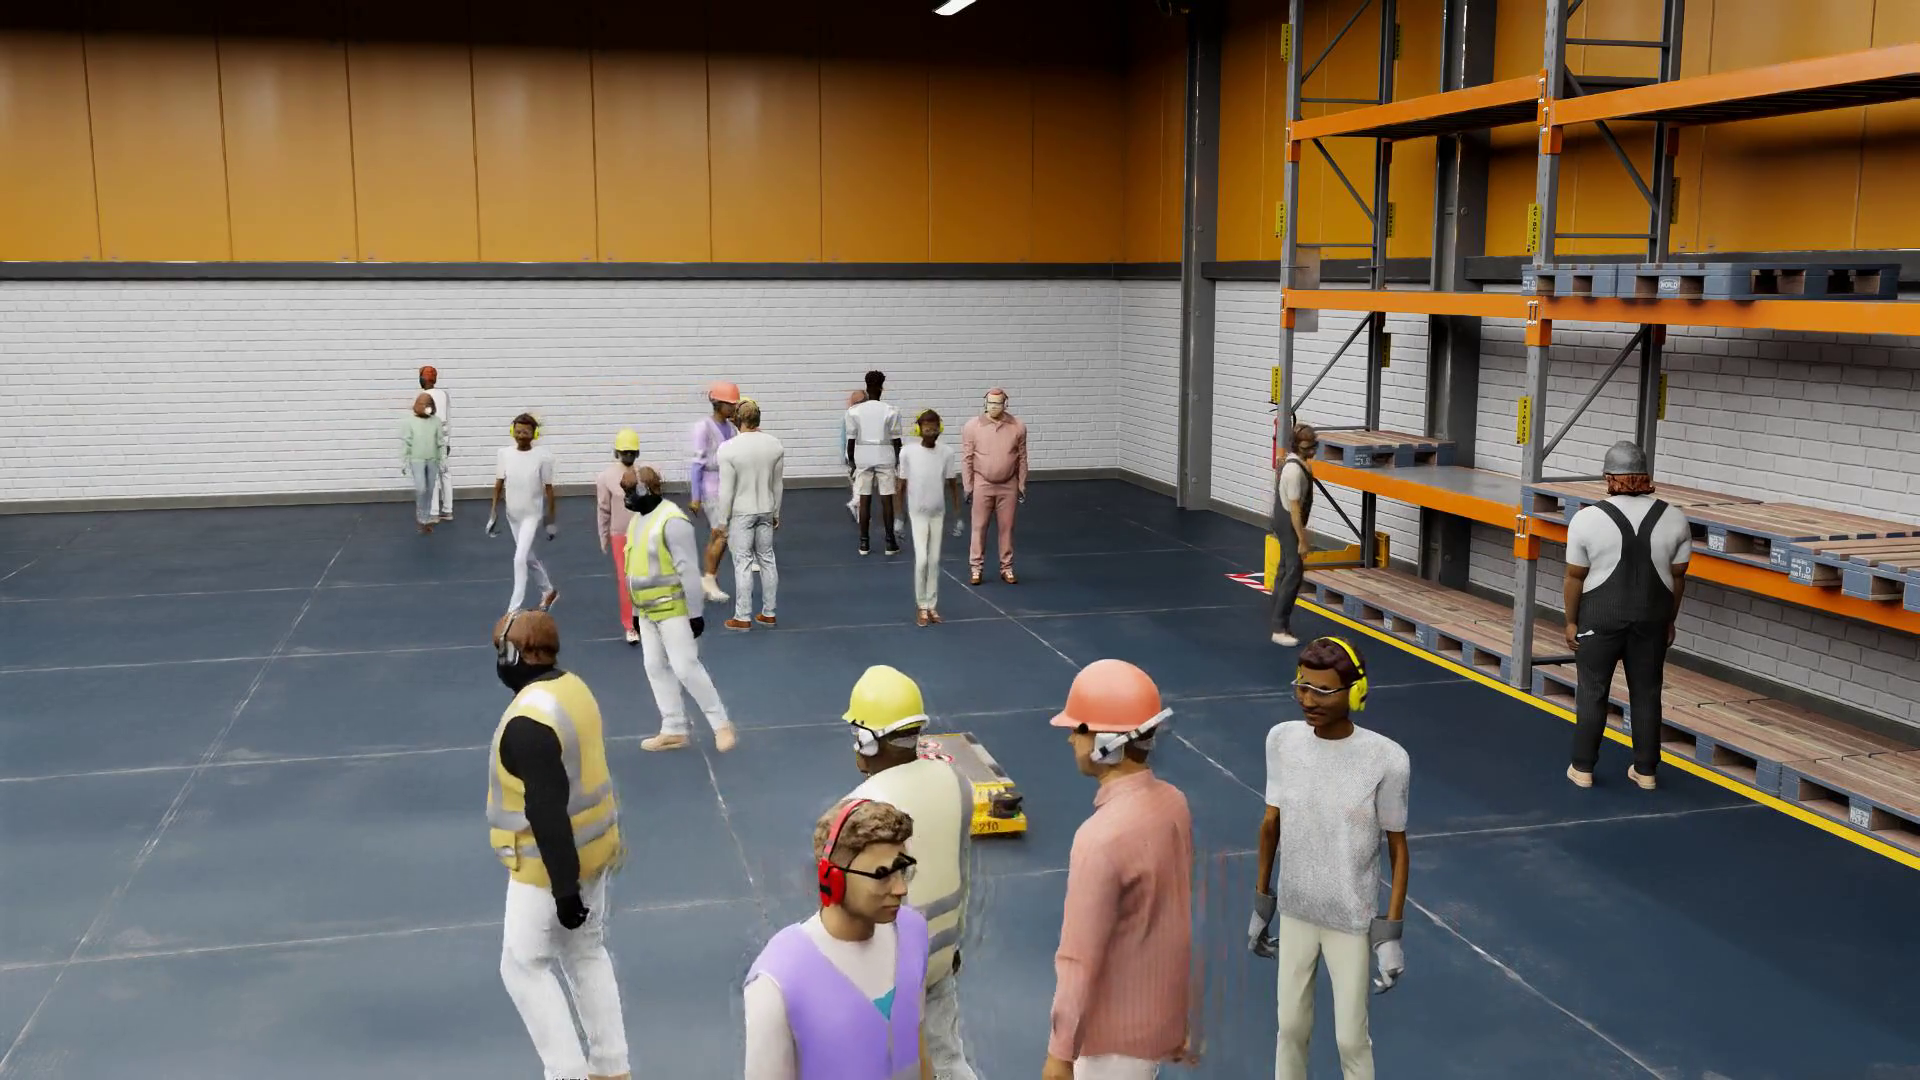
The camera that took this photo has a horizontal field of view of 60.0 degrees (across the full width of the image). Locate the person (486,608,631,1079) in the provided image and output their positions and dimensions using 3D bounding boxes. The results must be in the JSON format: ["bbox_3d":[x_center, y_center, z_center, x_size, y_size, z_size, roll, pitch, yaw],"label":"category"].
[{"bbox_3d":[-1.411,1.145,5.922,0.510,1.805,0.645,1,9,6],"label":"person"}]

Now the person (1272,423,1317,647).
[{"bbox_3d":[2.705,-0.061,13.473,0.348,1.811,0.691,2,9,10],"label":"person"}]

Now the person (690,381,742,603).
[{"bbox_3d":[-2.162,-0.431,15.080,0.584,2.012,0.636,4,10,23],"label":"person"}]

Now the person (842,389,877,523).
[{"bbox_3d":[-1.203,-0.980,19.709,0.530,1.622,0.503,6,11,34],"label":"person"}]

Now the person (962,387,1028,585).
[{"bbox_3d":[0.341,-0.514,15.954,0.645,1.905,0.400,-1,9,-8],"label":"person"}]

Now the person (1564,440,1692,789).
[{"bbox_3d":[3.832,0.425,9.669,0.680,2.000,0.535,1,9,6],"label":"person"}]

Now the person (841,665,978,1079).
[{"bbox_3d":[-0.139,1.278,5.110,0.865,1.803,0.603,8,12,40],"label":"person"}]

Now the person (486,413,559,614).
[{"bbox_3d":[-3.720,-0.202,14.294,0.531,1.818,0.994,3,10,17],"label":"person"}]

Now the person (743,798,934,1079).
[{"bbox_3d":[-0.253,1.472,3.779,0.444,1.828,0.602,6,11,33],"label":"person"}]

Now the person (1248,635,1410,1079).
[{"bbox_3d":[1.160,1.213,5.296,0.532,1.865,0.311,7,11,37],"label":"person"}]

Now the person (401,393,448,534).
[{"bbox_3d":[-6.105,-0.870,19.057,0.527,1.610,0.551,-9,13,-44],"label":"person"}]

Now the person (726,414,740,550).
[{"bbox_3d":[-2.408,-0.701,18.084,0.502,1.595,0.831,5,11,30],"label":"person"}]

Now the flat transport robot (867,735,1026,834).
[{"bbox_3d":[-0.121,1.351,9.397,0.652,0.197,1.431,-2,9,-12],"label":"flat transport robot"}]

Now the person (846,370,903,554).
[{"bbox_3d":[-0.902,-0.819,17.664,0.605,1.966,0.373,1,9,6],"label":"person"}]

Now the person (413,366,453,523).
[{"bbox_3d":[-6.335,-1.148,19.976,0.353,1.883,0.573,4,10,26],"label":"person"}]

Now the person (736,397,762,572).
[{"bbox_3d":[-2.112,-0.558,16.699,0.361,1.757,0.522,1,9,8],"label":"person"}]

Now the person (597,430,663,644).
[{"bbox_3d":[-2.672,-0.037,13.580,0.530,1.714,0.891,-3,10,-18],"label":"person"}]

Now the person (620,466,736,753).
[{"bbox_3d":[-1.770,0.432,10.405,0.633,1.803,0.681,-7,11,-37],"label":"person"}]

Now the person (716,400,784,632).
[{"bbox_3d":[-1.758,-0.202,13.898,0.631,1.940,0.372,-8,12,-40],"label":"person"}]

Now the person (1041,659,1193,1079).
[{"bbox_3d":[0.515,1.294,4.495,0.863,1.962,0.607,4,10,22],"label":"person"}]

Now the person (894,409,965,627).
[{"bbox_3d":[-0.231,-0.181,14.041,0.573,1.847,0.568,-3,10,-20],"label":"person"}]
